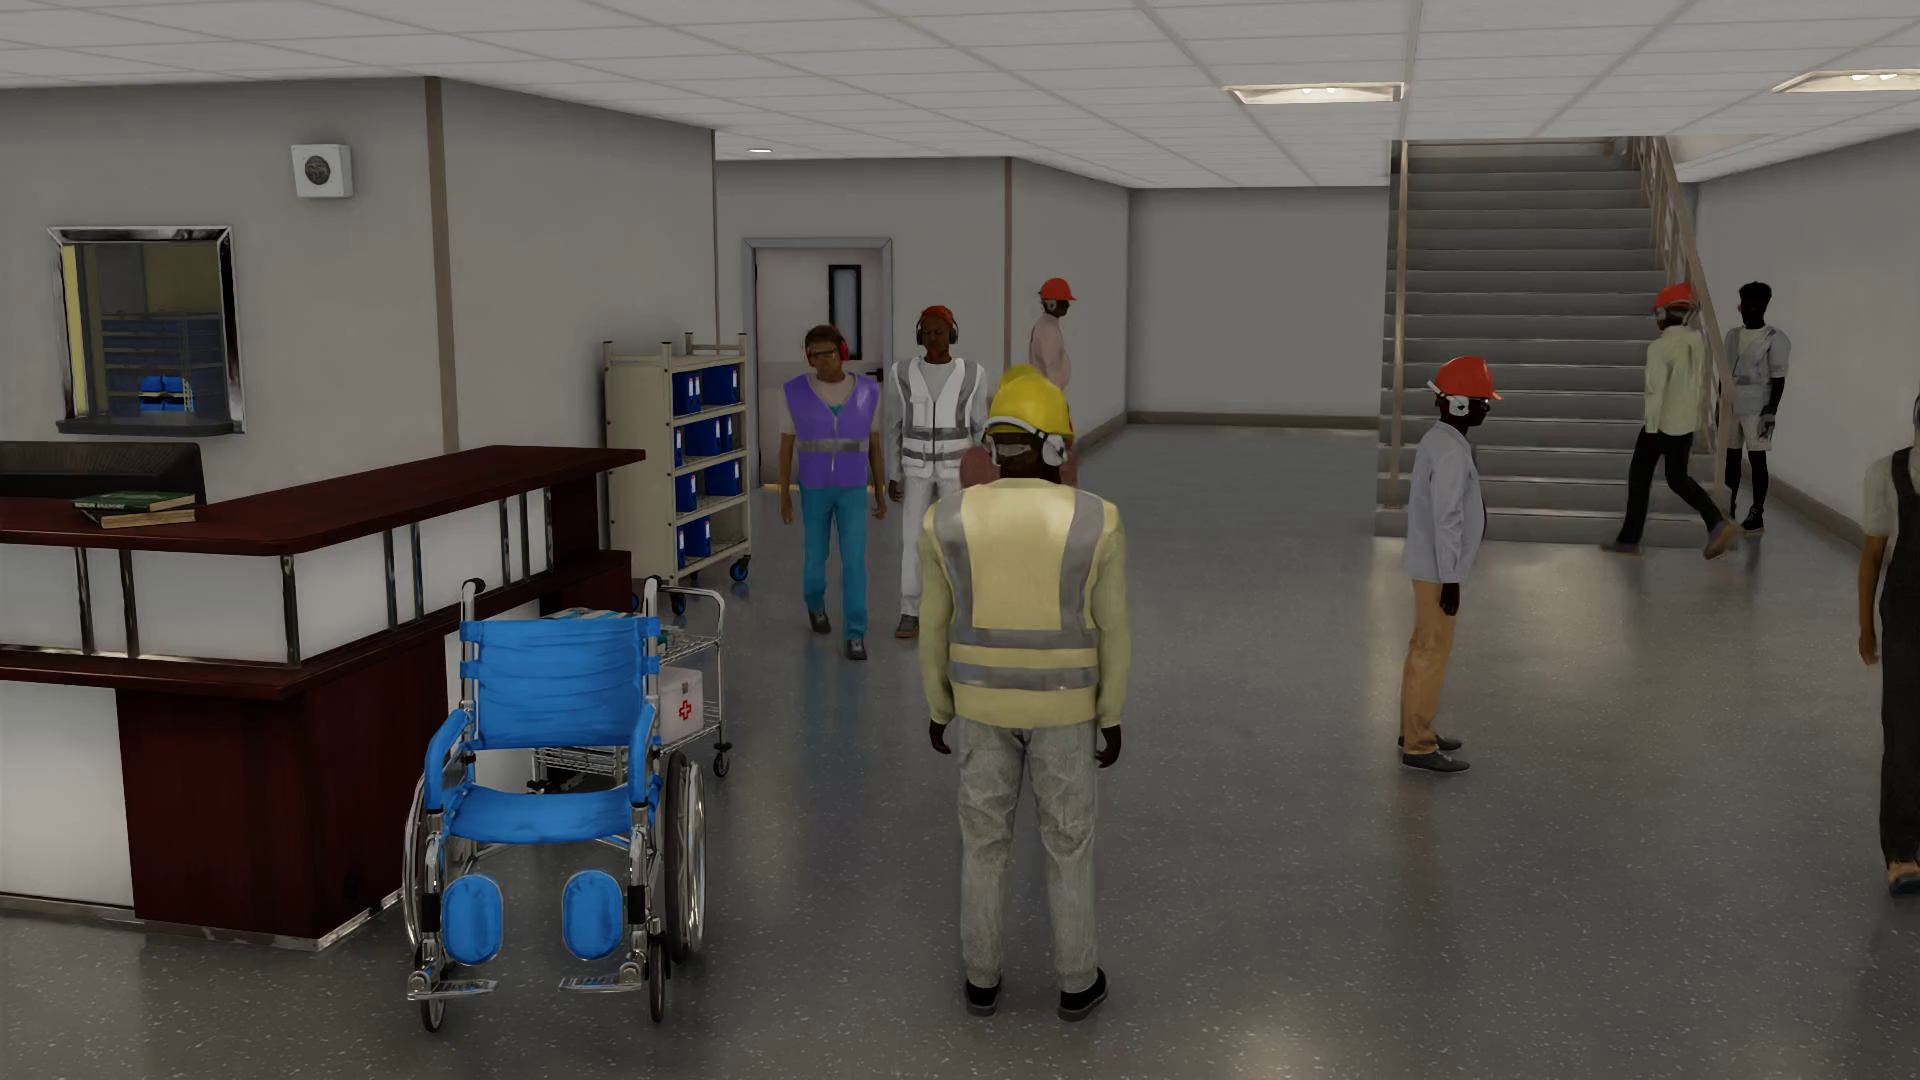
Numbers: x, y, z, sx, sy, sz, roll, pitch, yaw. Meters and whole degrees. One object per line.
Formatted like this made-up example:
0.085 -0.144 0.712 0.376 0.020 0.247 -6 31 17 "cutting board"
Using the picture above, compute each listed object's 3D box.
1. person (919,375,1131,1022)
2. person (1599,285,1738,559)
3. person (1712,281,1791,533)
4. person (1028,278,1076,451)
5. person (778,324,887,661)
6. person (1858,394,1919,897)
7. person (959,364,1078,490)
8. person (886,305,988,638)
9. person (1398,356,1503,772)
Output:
0.183 0.453 4.685 0.591 1.824 0.404 2 10 11 "person"
5.090 -0.817 11.791 0.645 1.960 0.853 -6 12 -33 "person"
6.173 -1.040 13.050 0.367 1.967 0.606 -4 10 -22 "person"
0.796 -1.234 14.142 0.432 1.976 0.639 0 10 3 "person"
-0.711 -0.298 9.170 0.595 1.796 0.920 -3 10 -15 "person"
3.349 0.303 5.701 0.510 1.782 1.008 4 11 23 "person"
0.243 0.152 6.772 0.545 1.712 0.944 4 10 22 "person"
-0.132 -0.376 9.390 0.574 1.883 0.361 1 10 4 "person"
2.068 0.097 7.020 0.360 1.742 0.563 2 10 11 "person"
